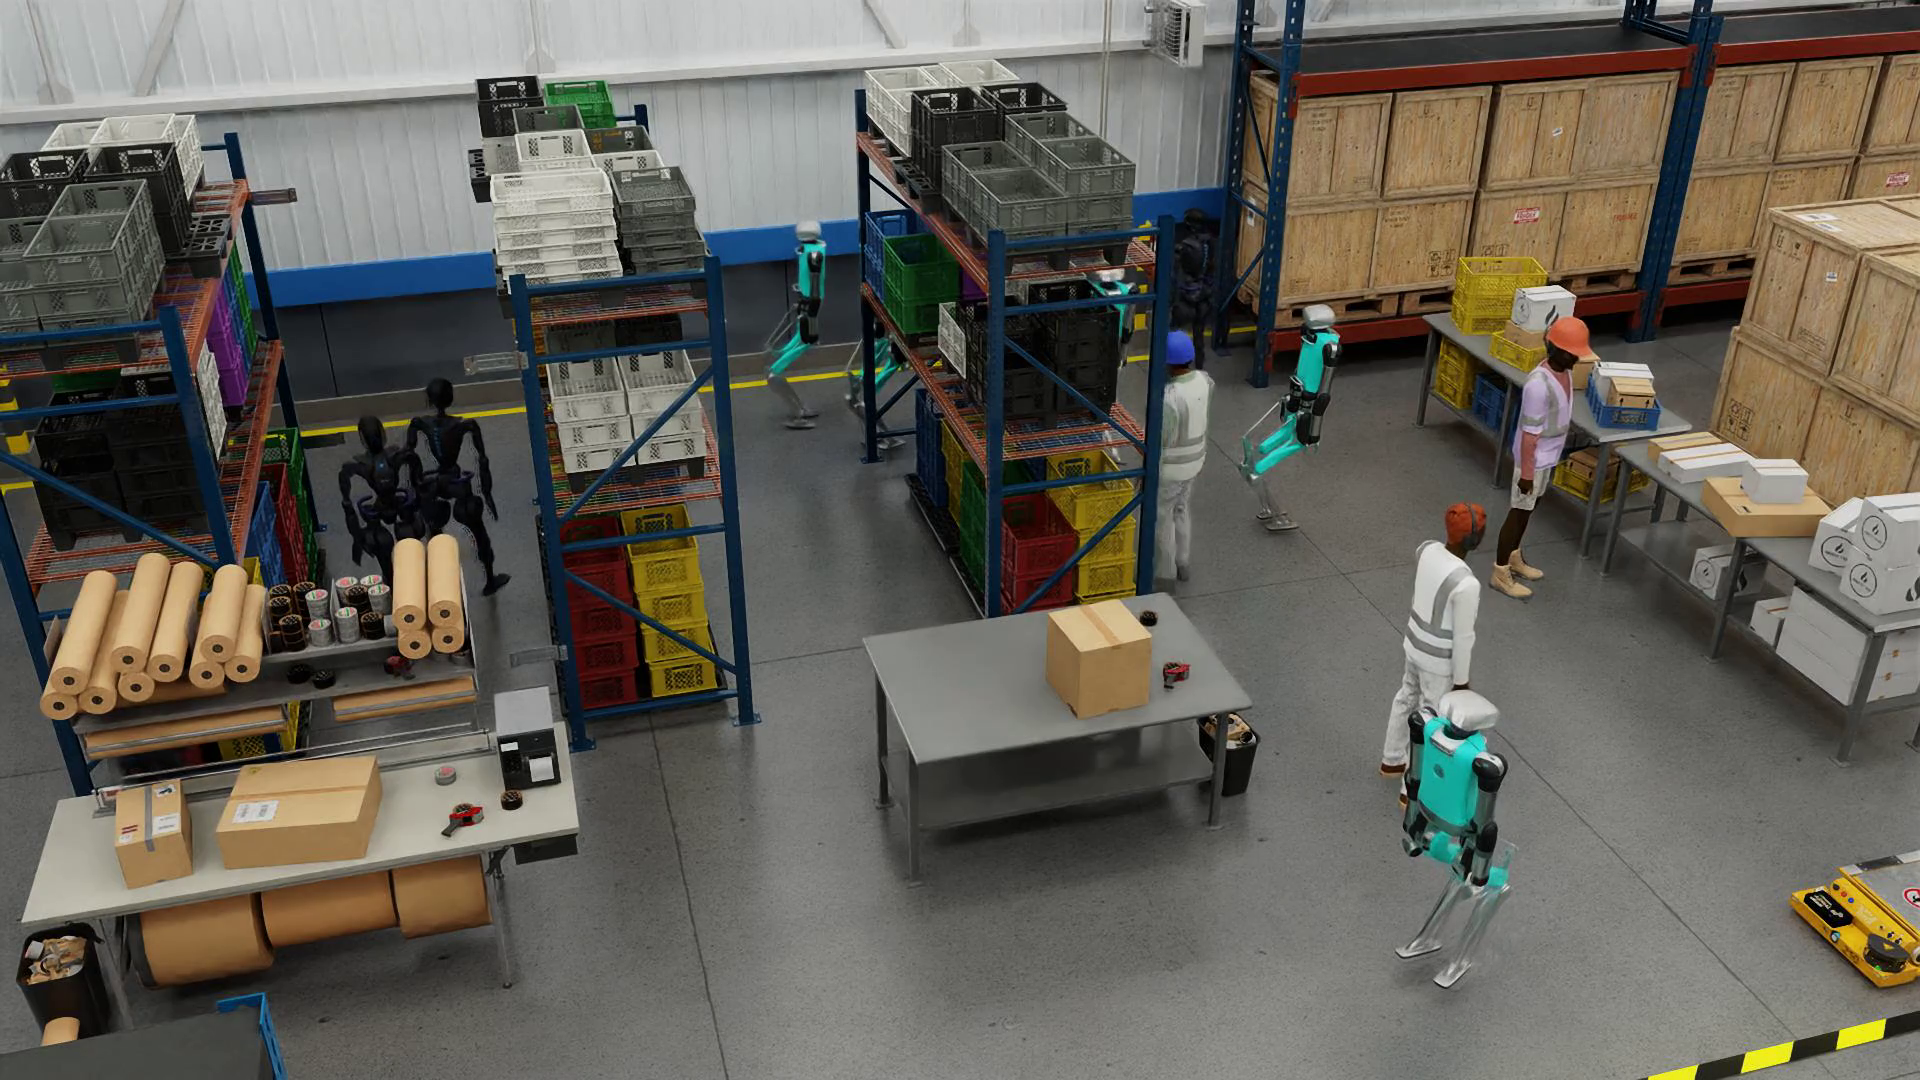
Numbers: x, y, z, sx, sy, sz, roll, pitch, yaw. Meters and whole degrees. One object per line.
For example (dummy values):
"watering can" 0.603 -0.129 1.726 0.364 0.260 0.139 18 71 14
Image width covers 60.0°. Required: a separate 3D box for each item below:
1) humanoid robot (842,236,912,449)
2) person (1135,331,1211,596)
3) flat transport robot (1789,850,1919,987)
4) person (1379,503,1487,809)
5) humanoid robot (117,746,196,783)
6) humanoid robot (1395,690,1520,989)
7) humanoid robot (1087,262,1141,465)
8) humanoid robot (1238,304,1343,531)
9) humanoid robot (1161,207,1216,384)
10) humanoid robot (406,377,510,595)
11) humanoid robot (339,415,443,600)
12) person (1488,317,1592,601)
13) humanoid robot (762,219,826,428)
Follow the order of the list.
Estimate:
"humanoid robot" -0.685 -1.542 13.347 0.742 1.705 0.530 -24 37 -37
"person" 1.481 -0.522 11.383 0.375 1.924 0.675 20 35 32
"flat transport robot" 5.163 1.916 8.676 1.431 0.231 0.659 -8 30 -14
"person" 2.674 0.641 9.335 0.365 1.876 0.575 -4 29 -8
"humanoid robot" -4.113 1.112 8.670 0.489 1.640 0.613 -7 30 -13
"humanoid robot" 2.469 1.384 7.980 0.735 1.677 0.533 -17 33 -27
"humanoid robot" 1.027 -1.453 13.296 0.530 1.746 0.929 -13 31 -22
"humanoid robot" 2.334 -0.873 12.120 0.738 1.694 0.535 -5 29 -10
"humanoid robot" 1.995 -2.115 14.550 0.601 1.642 0.519 -23 37 -36
"humanoid robot" -3.467 -0.279 11.260 0.603 1.660 0.617 3 29 5
"humanoid robot" -3.718 -0.112 10.909 0.596 1.632 0.458 -16 33 -27
"person" 3.982 -0.569 11.364 0.394 2.033 0.612 18 33 29
"humanoid robot" -1.426 -1.783 13.816 0.677 1.744 0.546 -5 29 -10
